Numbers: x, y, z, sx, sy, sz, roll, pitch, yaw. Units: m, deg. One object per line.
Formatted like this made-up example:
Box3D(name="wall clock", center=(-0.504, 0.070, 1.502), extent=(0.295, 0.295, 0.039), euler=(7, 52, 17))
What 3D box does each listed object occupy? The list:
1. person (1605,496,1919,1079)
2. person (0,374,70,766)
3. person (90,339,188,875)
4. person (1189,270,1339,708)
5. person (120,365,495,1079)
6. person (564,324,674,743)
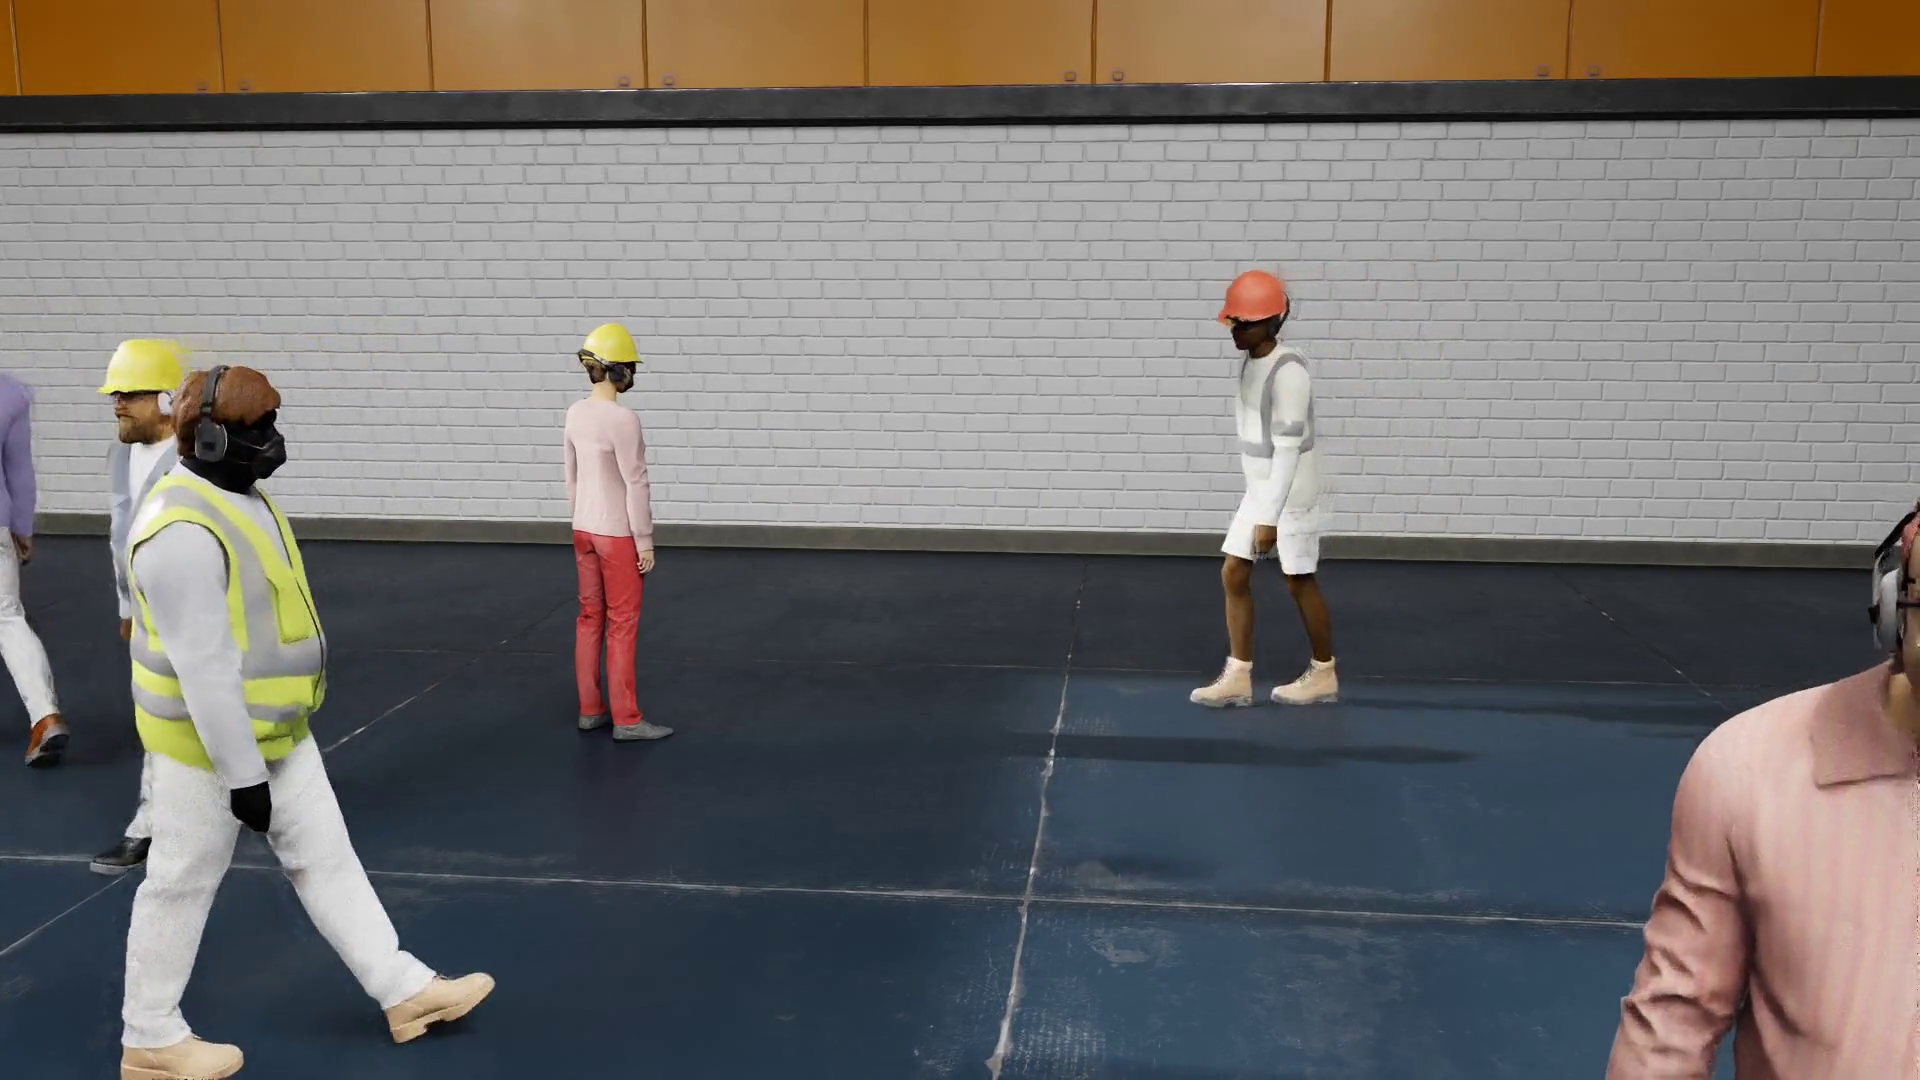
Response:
Box3D(name="person", center=(1.100, 0.827, 1.929), extent=(0.664, 1.858, 1.013), euler=(8, 13, 39))
Box3D(name="person", center=(-3.989, -0.023, 6.679), extent=(1.001, 1.902, 0.639), euler=(7, 12, 36))
Box3D(name="person", center=(-2.667, 0.179, 5.845), extent=(0.603, 1.787, 0.953), euler=(6, 11, 30))
Box3D(name="person", center=(1.384, -0.194, 7.396), extent=(0.859, 1.974, 0.622), euler=(-3, 10, -15))
Box3D(name="person", center=(-1.685, 0.474, 4.101), extent=(0.951, 1.792, 0.647), euler=(-1, 10, -6))
Box3D(name="person", center=(-1.461, -0.025, 7.047), extent=(0.531, 1.766, 0.317), euler=(10, 14, 44))
